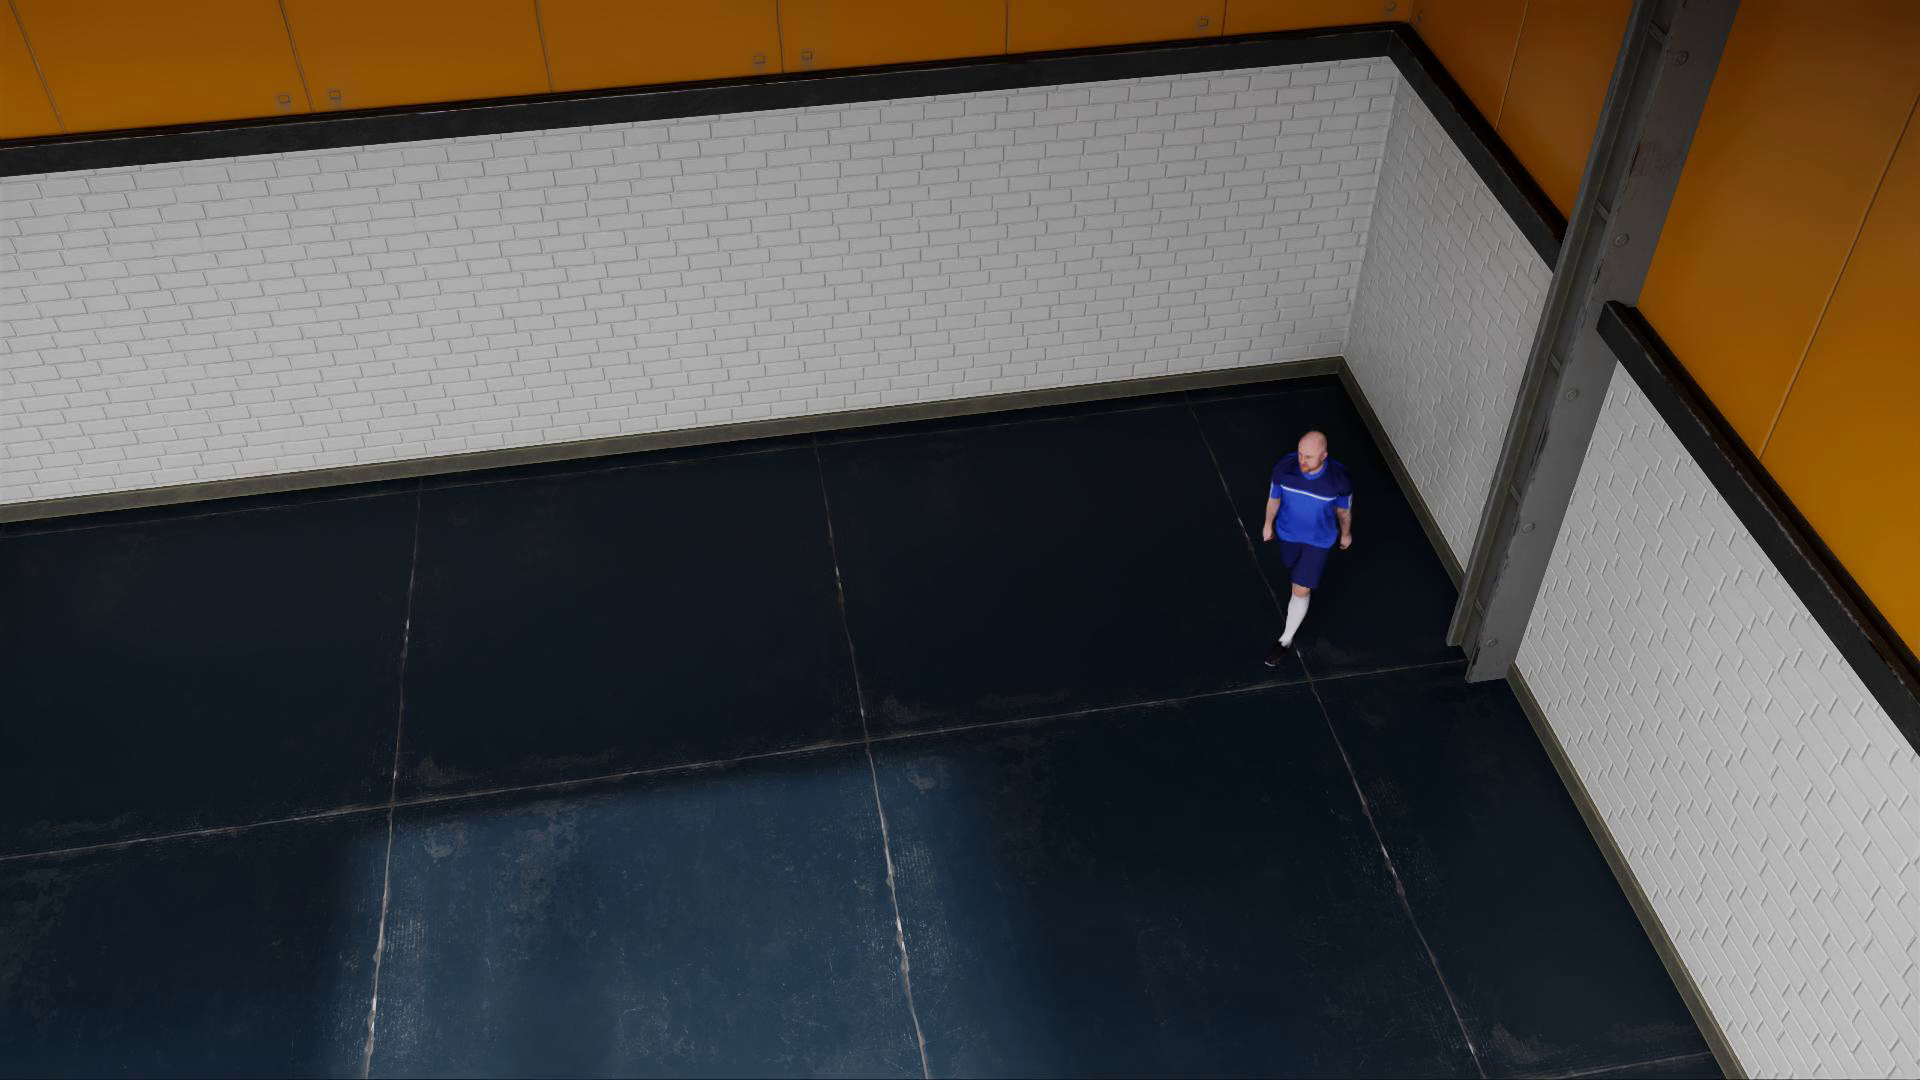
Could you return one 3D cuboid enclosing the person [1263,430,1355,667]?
[{"bbox_3d":[2.309,-0.089,10.945,1.177,1.790,1.300,16,46,16],"label":"person"}]
